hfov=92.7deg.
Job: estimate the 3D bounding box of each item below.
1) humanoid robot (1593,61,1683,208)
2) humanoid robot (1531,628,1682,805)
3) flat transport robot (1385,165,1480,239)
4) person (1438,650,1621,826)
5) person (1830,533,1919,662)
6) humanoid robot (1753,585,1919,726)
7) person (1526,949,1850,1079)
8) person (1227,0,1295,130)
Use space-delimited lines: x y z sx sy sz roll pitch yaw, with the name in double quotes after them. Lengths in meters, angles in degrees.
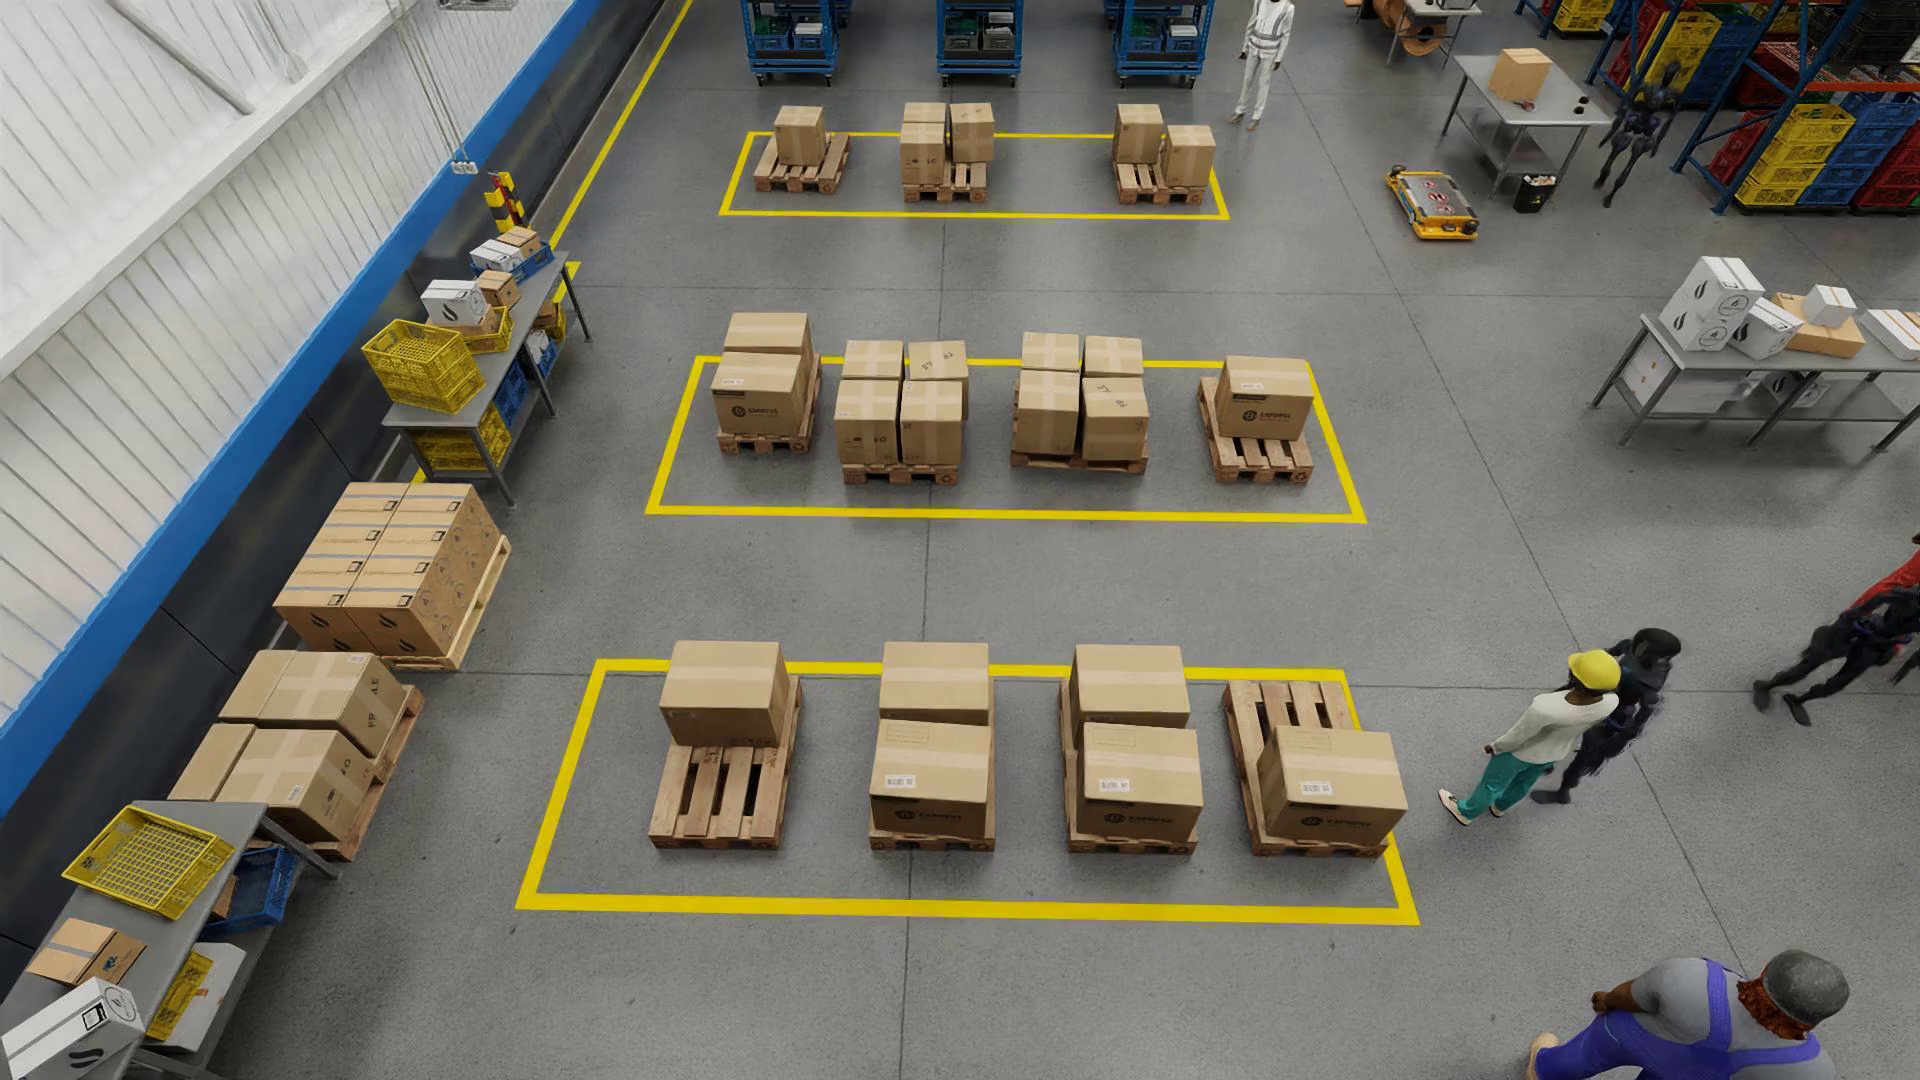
7.916 -4.763 10.727 0.609 1.646 0.398 25 54 20 "humanoid robot"
3.940 1.113 5.642 0.405 1.641 0.638 5 49 5 "humanoid robot"
5.692 -4.094 11.059 0.652 0.197 1.431 1 49 1 "flat transport robot"
3.430 1.210 5.494 0.523 1.768 0.307 -8 50 -7 "person"
6.925 0.103 6.303 0.381 1.995 0.609 -9 50 -8 "person"
5.957 0.696 5.998 0.621 1.642 0.400 15 51 13 "humanoid robot"
3.400 2.338 4.339 0.674 2.000 0.536 36 58 27 "person"
3.950 -6.372 11.980 0.585 1.881 0.342 36 58 27 "person"
